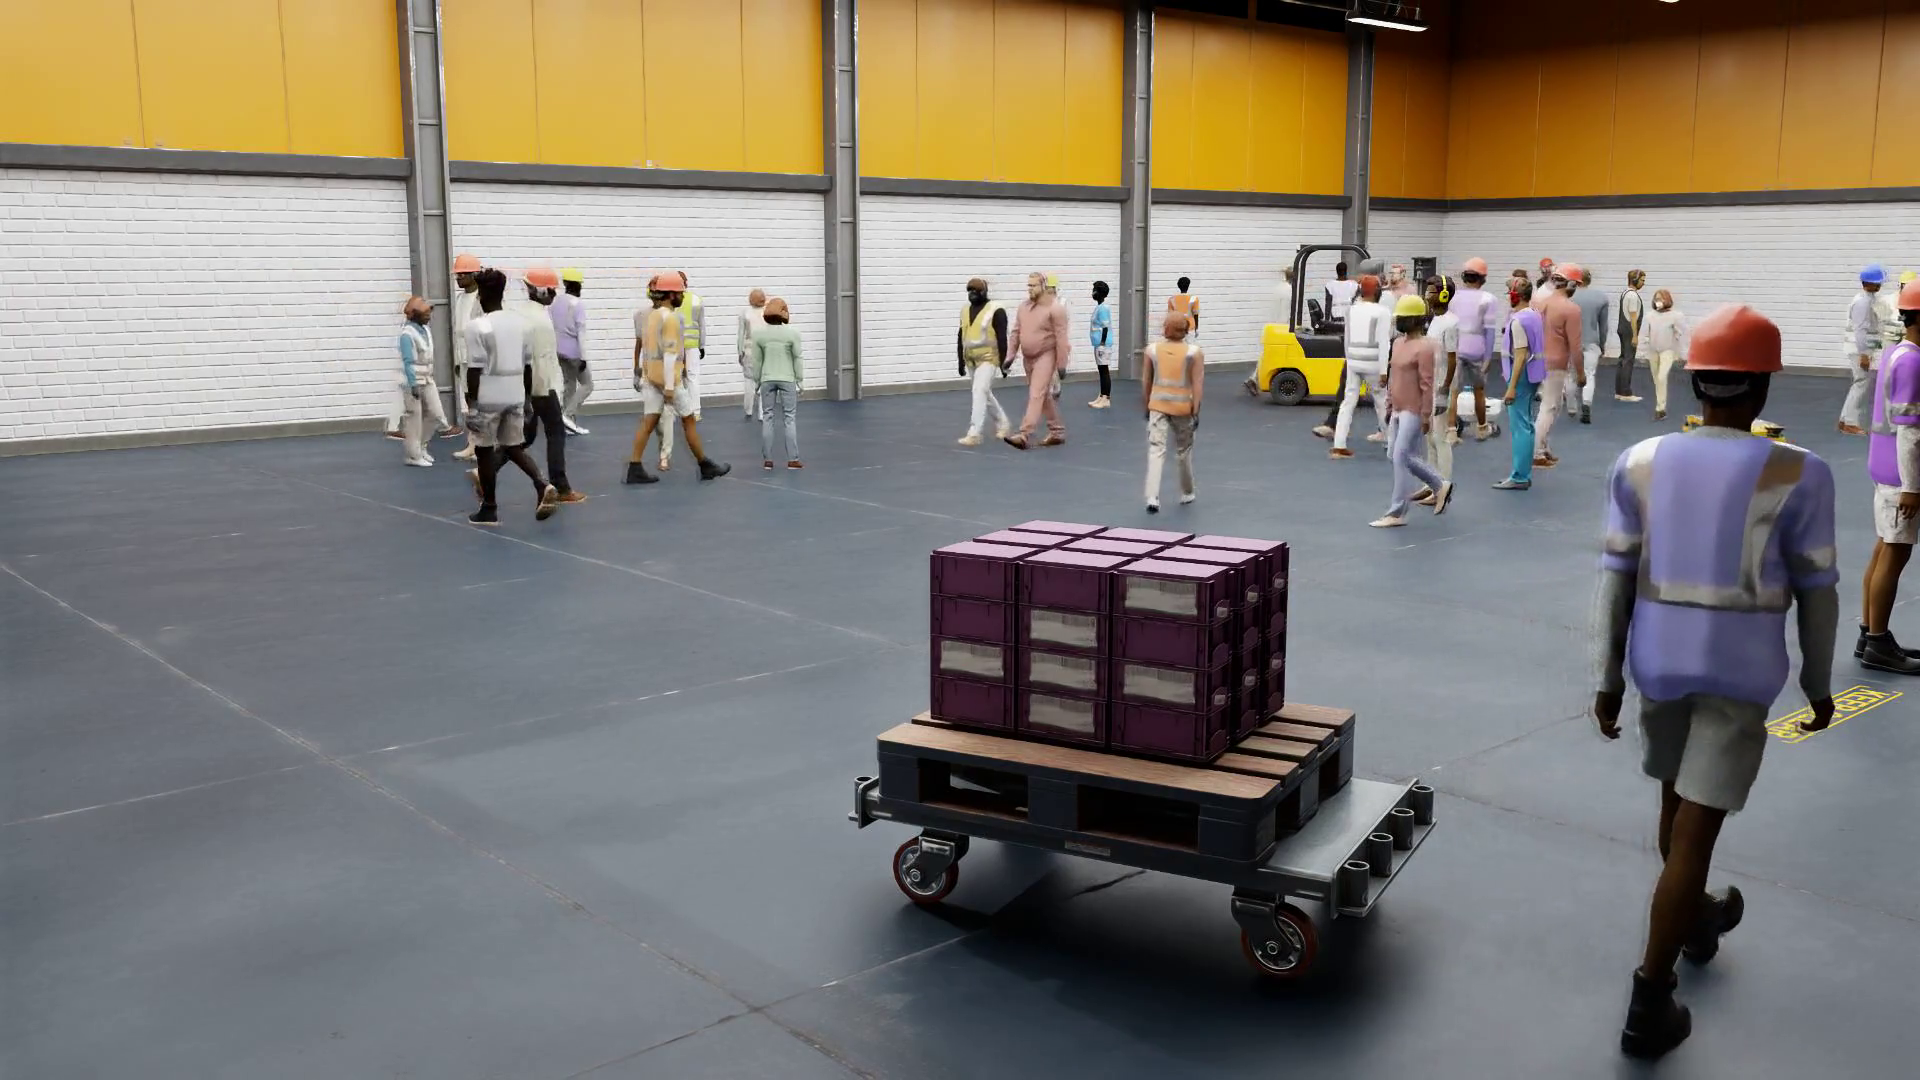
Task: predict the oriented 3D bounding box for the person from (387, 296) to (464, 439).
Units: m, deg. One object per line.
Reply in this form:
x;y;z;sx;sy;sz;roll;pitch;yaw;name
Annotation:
-5.994;-1.907;18.420;0.852;1.583;0.516;-8;12;-37;person

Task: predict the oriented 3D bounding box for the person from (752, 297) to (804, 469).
-1.725;-1.482;15.807;0.499;1.633;0.279;1;10;8;person

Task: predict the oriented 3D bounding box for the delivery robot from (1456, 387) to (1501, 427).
5.688;-1.479;18.666;0.707;0.478;0.477;0;10;-1;delivery robot

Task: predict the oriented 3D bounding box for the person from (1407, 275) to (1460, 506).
3.870;-1.214;13.544;0.328;1.872;0.513;0;10;-2;person

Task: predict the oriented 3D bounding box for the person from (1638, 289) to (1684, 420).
8.620;-2.280;20.543;0.691;1.604;0.495;-8;12;-38;person

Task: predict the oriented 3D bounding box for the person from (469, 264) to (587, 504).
-3.500;-1.226;13.375;0.879;1.961;0.619;-8;13;-39;person

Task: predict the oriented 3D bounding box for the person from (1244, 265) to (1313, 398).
4.555;-2.961;23.699;0.916;1.911;0.641;-1;10;-5;person

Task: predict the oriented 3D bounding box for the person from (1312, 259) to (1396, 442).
4.327;-2.069;18.053;0.959;2.000;0.687;-4;10;-22;person

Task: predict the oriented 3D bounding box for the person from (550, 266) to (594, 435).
-4.378;-2.123;18.764;0.585;1.913;0.421;8;12;38;person

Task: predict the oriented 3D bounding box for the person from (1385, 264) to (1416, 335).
6.287;-3.032;24.075;0.410;1.912;0.643;-6;11;-32;person

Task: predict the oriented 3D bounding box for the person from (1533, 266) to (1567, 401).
8.261;-2.845;23.042;0.657;1.884;0.683;-8;13;-40;person

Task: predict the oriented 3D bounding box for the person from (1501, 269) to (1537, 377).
9.227;-3.556;27.418;0.631;1.821;0.770;-4;10;-21;person

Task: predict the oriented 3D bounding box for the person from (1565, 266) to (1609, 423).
7.596;-2.389;20.343;0.638;1.906;0.927;3;10;15;person

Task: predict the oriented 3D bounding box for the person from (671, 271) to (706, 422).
-3.424;-2.367;20.380;0.627;1.844;0.429;-3;10;-15;person

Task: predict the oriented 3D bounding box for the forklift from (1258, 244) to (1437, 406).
5.256;-2.933;22.661;2.313;2.155;1.214;3;10;16;forklift

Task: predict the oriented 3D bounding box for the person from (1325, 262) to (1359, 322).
6.552;-3.805;28.588;0.587;1.915;0.394;-1;10;-4;person

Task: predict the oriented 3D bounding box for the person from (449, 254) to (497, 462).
-4.806;-1.787;16.393;0.616;2.041;0.378;8;13;41;person

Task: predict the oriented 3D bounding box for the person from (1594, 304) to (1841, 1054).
2.007;0.334;4.405;0.989;1.885;0.551;-9;13;-42;person

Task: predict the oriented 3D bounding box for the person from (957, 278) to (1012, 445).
0.288;-1.949;18.083;0.878;1.802;0.643;-9;13;-43;person

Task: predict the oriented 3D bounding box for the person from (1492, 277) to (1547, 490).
4.867;-1.347;14.409;0.394;1.841;0.564;6;11;30;person

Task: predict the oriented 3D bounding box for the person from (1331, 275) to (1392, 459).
4.109;-1.731;16.694;0.999;1.825;0.615;-8;12;-39;person

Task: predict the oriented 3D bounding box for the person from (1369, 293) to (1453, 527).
3.407;-0.967;12.441;0.646;1.748;0.534;-2;10;-10;person

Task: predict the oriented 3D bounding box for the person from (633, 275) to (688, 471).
-2.866;-1.610;15.939;0.514;1.845;0.742;0;10;1;person

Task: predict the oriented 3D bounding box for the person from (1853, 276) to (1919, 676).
4.634;-0.320;8.114;0.359;1.936;0.552;4;11;23;person

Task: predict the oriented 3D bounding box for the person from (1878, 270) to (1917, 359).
13.106;-2.828;23.149;0.596;1.825;0.403;5;11;29;person

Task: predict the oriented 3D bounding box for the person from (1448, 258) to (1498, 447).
5.468;-2.015;17.864;0.622;1.988;1.017;6;11;31;person

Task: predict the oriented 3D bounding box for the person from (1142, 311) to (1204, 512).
1.680;-1.030;13.306;0.529;1.592;0.895;4;10;20;person

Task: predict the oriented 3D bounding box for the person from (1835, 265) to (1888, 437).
10.167;-2.120;18.760;0.382;1.924;0.652;6;11;32;person

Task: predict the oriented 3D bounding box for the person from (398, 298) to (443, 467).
-5.168;-1.496;15.903;0.402;1.614;0.538;2;10;10;person

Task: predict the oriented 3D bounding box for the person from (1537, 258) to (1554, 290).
10.798;-4.195;30.662;0.612;1.986;0.401;-6;12;-32;person

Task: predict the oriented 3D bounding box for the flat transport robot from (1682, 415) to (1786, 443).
8.470;-1.217;18.238;0.652;0.197;1.431;1;10;8;flat transport robot

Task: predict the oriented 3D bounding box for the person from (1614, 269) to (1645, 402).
9.349;-2.845;23.179;0.346;1.842;0.506;1;10;6;person

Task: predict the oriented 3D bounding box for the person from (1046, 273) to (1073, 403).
1.242;-2.736;22.687;0.604;1.796;0.902;5;11;27;person

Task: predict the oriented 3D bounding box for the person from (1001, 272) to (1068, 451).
0.773;-1.873;17.467;1.004;1.854;0.663;-8;12;-38;person

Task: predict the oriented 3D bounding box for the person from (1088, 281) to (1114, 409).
1.881;-2.597;22.150;0.322;1.696;0.533;0;10;-1;person

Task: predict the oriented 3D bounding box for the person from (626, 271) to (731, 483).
-2.579;-1.445;14.862;0.984;1.883;0.565;-6;11;-31;person

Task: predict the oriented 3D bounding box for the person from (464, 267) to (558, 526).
-3.383;-1.043;12.349;0.737;1.937;0.609;6;12;33;person

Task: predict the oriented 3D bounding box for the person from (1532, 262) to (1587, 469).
5.679;-1.643;15.805;0.605;1.964;0.617;-2;10;-13;person

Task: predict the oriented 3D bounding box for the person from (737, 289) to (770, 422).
-2.502;-2.286;20.588;0.518;1.605;0.807;-2;10;-9;person

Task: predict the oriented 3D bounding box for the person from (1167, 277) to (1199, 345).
3.606;-3.402;26.887;0.531;1.694;0.320;4;10;22;person
